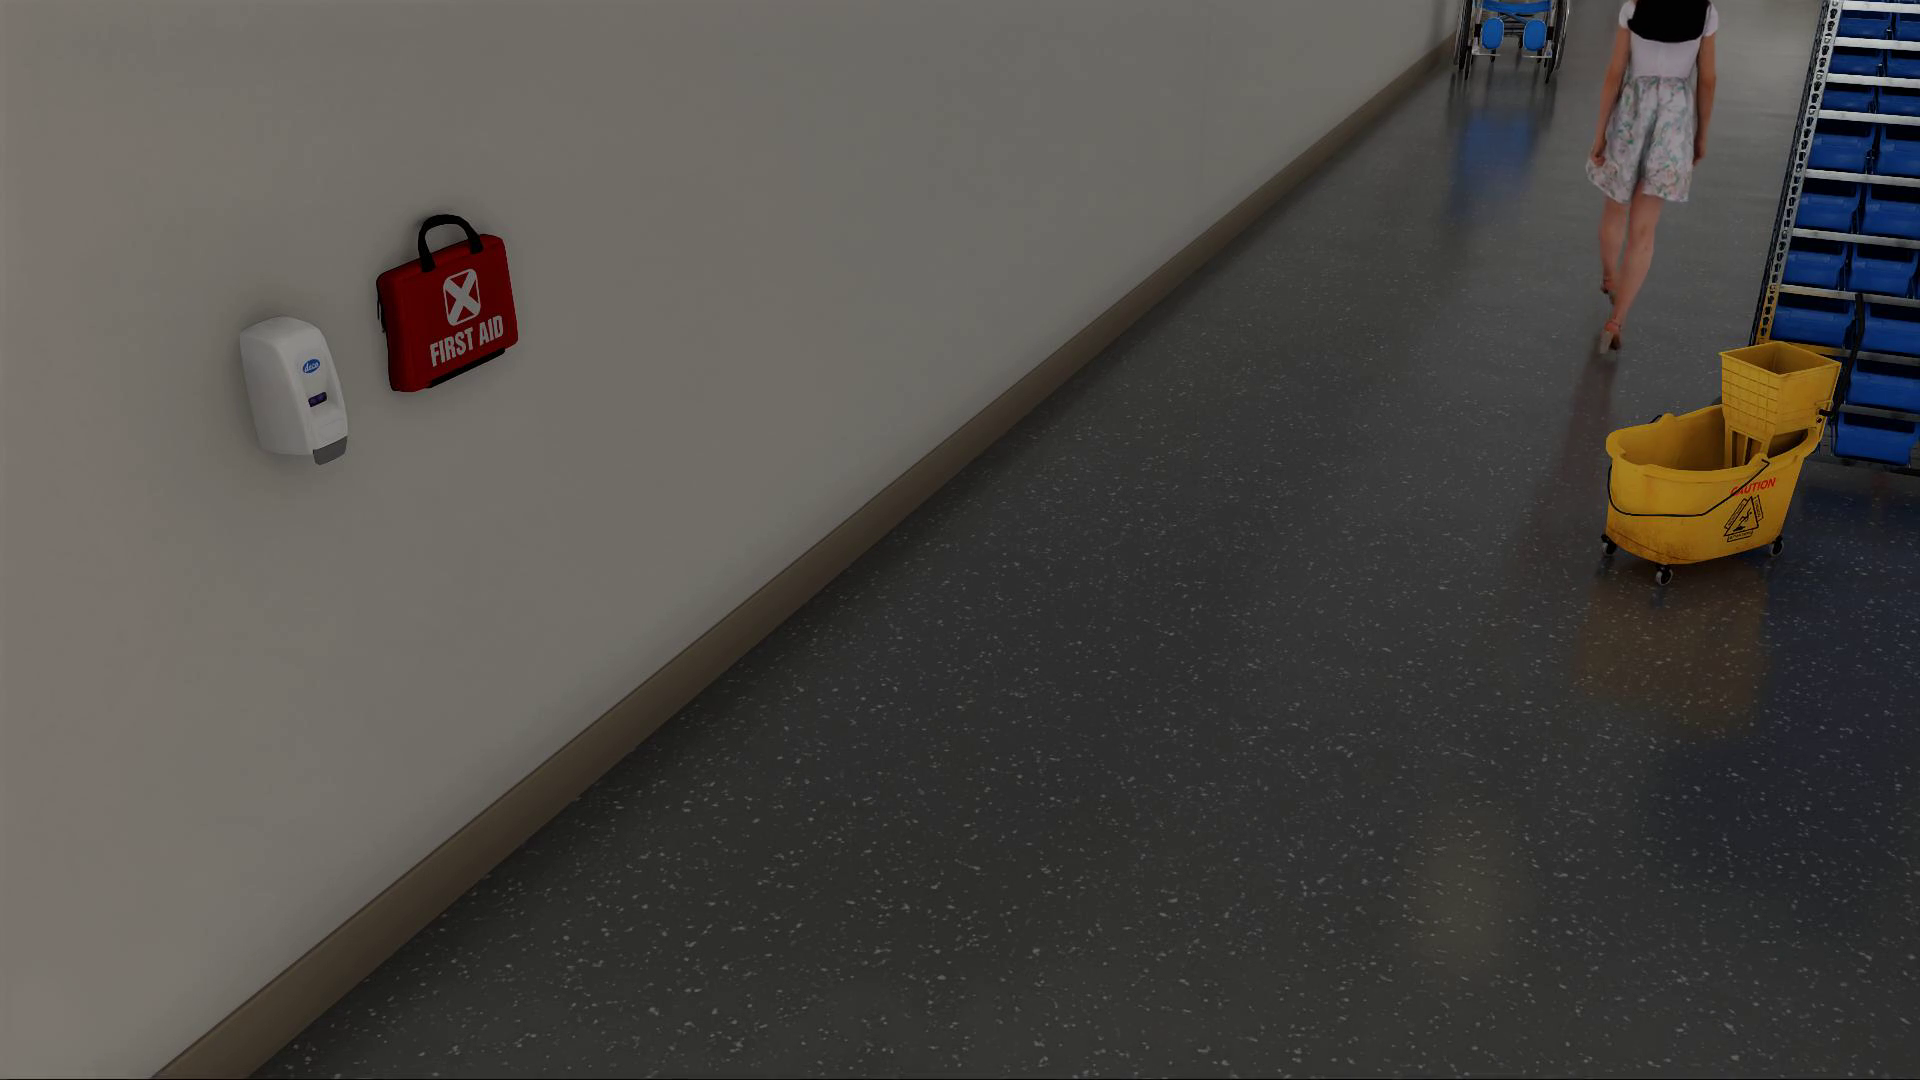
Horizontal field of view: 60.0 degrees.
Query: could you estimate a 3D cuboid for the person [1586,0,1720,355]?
[{"bbox_3d":[2.911,-1.638,7.060,1.037,1.734,0.691,11,28,21],"label":"person"}]
